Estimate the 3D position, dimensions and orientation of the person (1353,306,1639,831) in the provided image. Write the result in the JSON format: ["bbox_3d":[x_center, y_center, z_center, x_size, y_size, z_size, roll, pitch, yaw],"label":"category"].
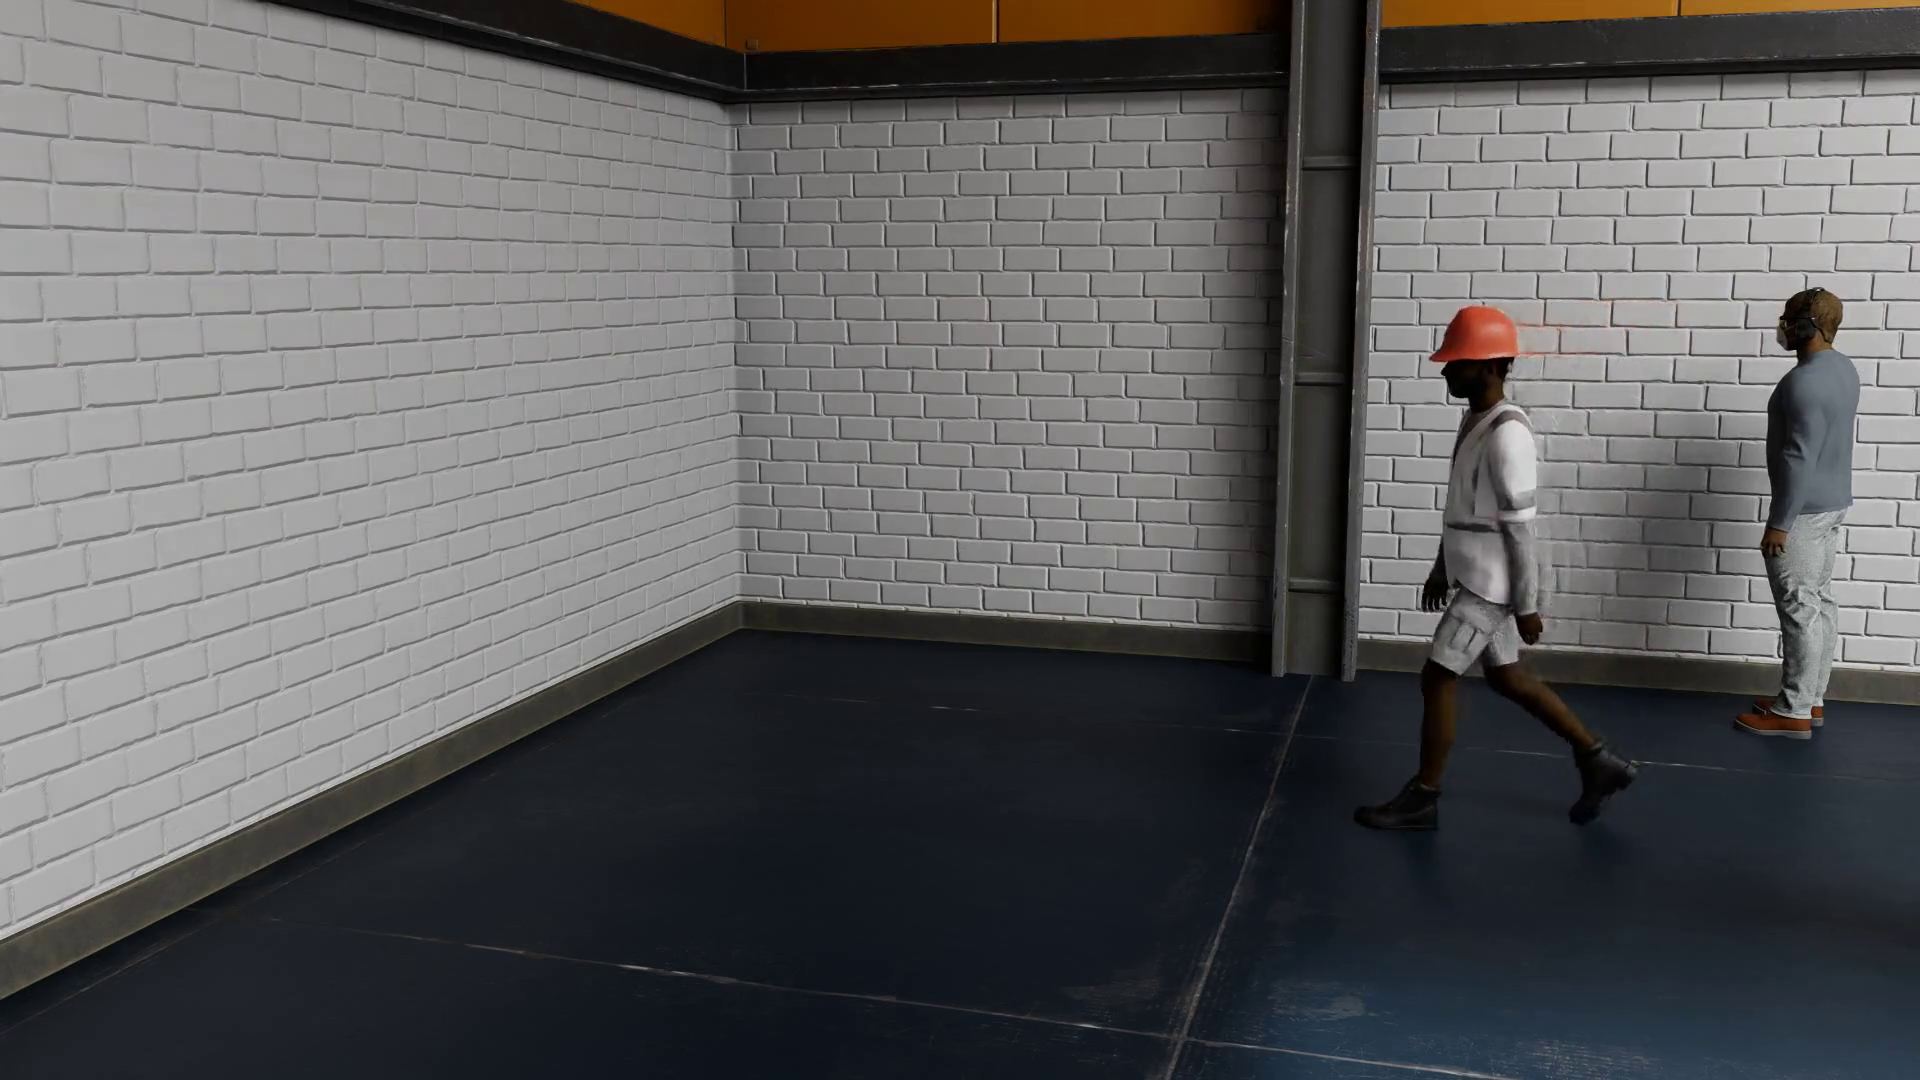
[{"bbox_3d":[1.949,0.123,5.881,0.939,1.900,0.537,2,9,10],"label":"person"}]

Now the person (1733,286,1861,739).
[{"bbox_3d":[3.627,-0.113,7.175,0.371,1.941,0.627,8,12,41],"label":"person"}]
